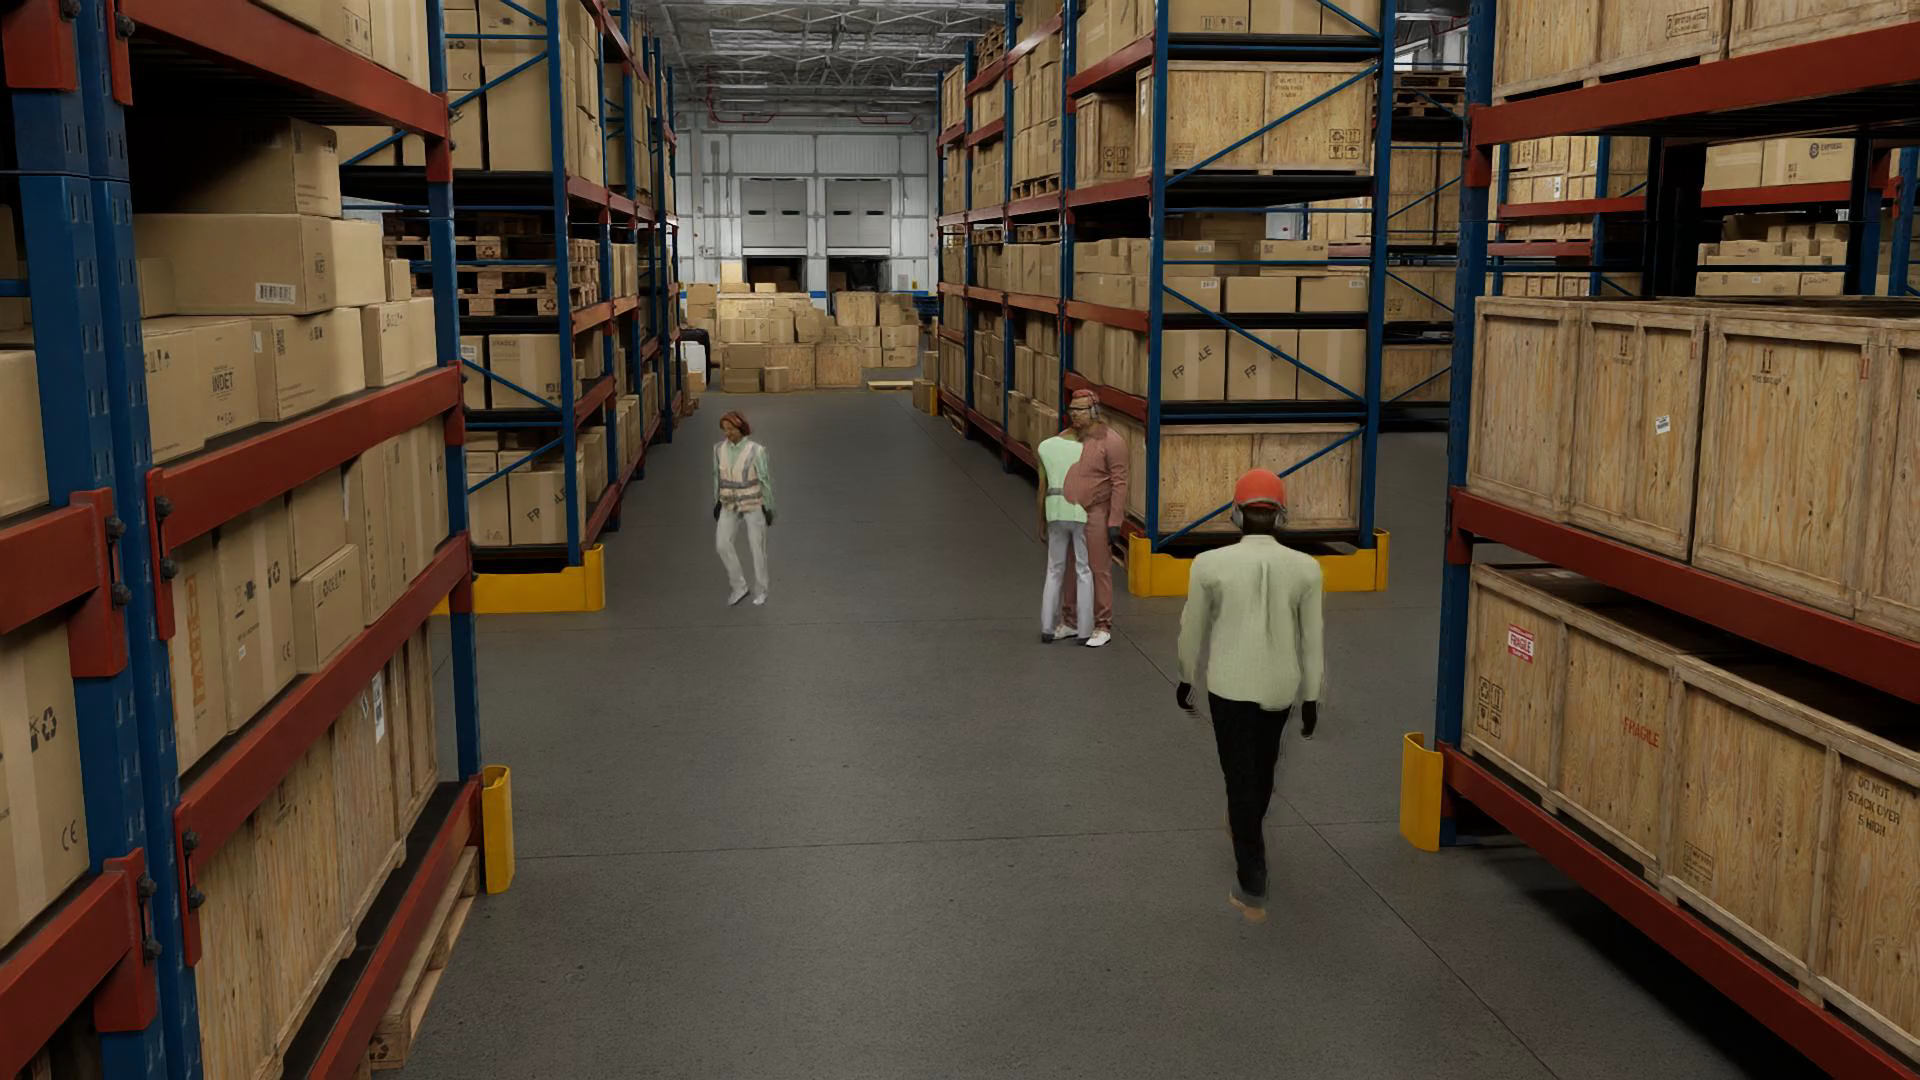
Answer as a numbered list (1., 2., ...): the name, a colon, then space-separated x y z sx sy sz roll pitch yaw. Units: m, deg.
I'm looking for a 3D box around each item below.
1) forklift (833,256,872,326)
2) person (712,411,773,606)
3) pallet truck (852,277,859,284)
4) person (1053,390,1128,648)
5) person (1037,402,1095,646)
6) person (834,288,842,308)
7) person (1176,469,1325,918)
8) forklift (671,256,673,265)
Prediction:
1. forklift: -3.422 -8.176 56.164 1.129 2.768 1.873 -7 12 -35
2. person: -1.791 -0.251 13.677 0.622 1.615 0.509 4 11 22
3. pallet truck: -3.782 -9.391 65.808 1.885 1.965 0.823 2 10 10
4. person: 0.915 -0.163 12.347 0.655 1.906 0.407 8 13 40
5. person: 0.841 -0.126 12.367 0.569 1.833 0.401 3 10 18
6. person: -4.650 -8.849 63.716 0.363 1.631 0.532 2 10 12
7. person: 1.295 0.642 7.579 0.615 1.931 1.029 -1 10 -8
8. forklift: -10.987 -9.066 61.344 1.129 2.768 1.873 -1 10 -7
